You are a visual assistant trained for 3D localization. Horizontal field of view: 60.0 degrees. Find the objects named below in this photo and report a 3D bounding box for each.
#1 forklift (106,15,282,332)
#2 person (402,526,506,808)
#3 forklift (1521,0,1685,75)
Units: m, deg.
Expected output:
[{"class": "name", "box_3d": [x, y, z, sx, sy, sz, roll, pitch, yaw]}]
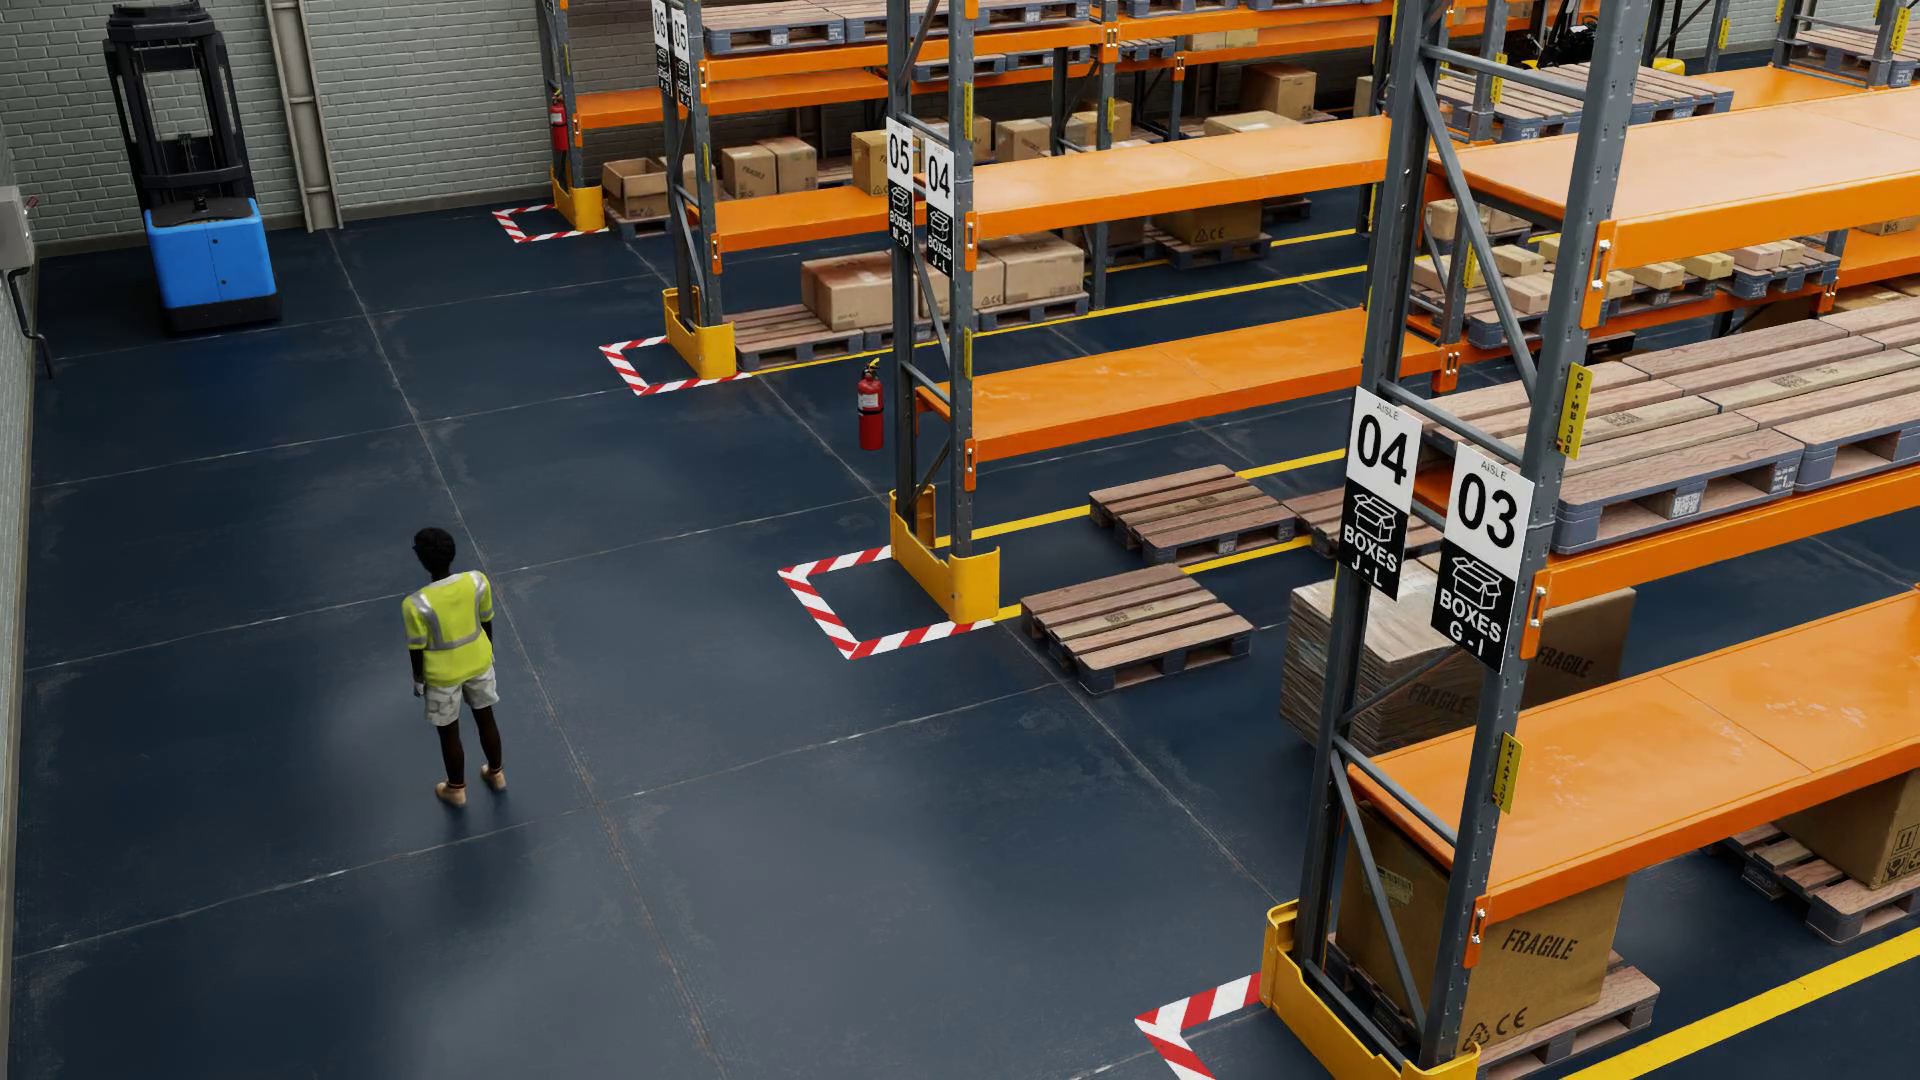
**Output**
[{"class": "forklift", "box_3d": [-7.548, -3.672, 16.323, 1.129, 2.768, 1.873, -12, 30, -22]}, {"class": "person", "box_3d": [-2.787, 0.705, 9.211, 0.322, 1.688, 0.535, 24, 36, 38]}, {"class": "forklift", "box_3d": [8.950, -6.807, 23.056, 1.214, 2.155, 2.313, -12, 30, -22]}]
